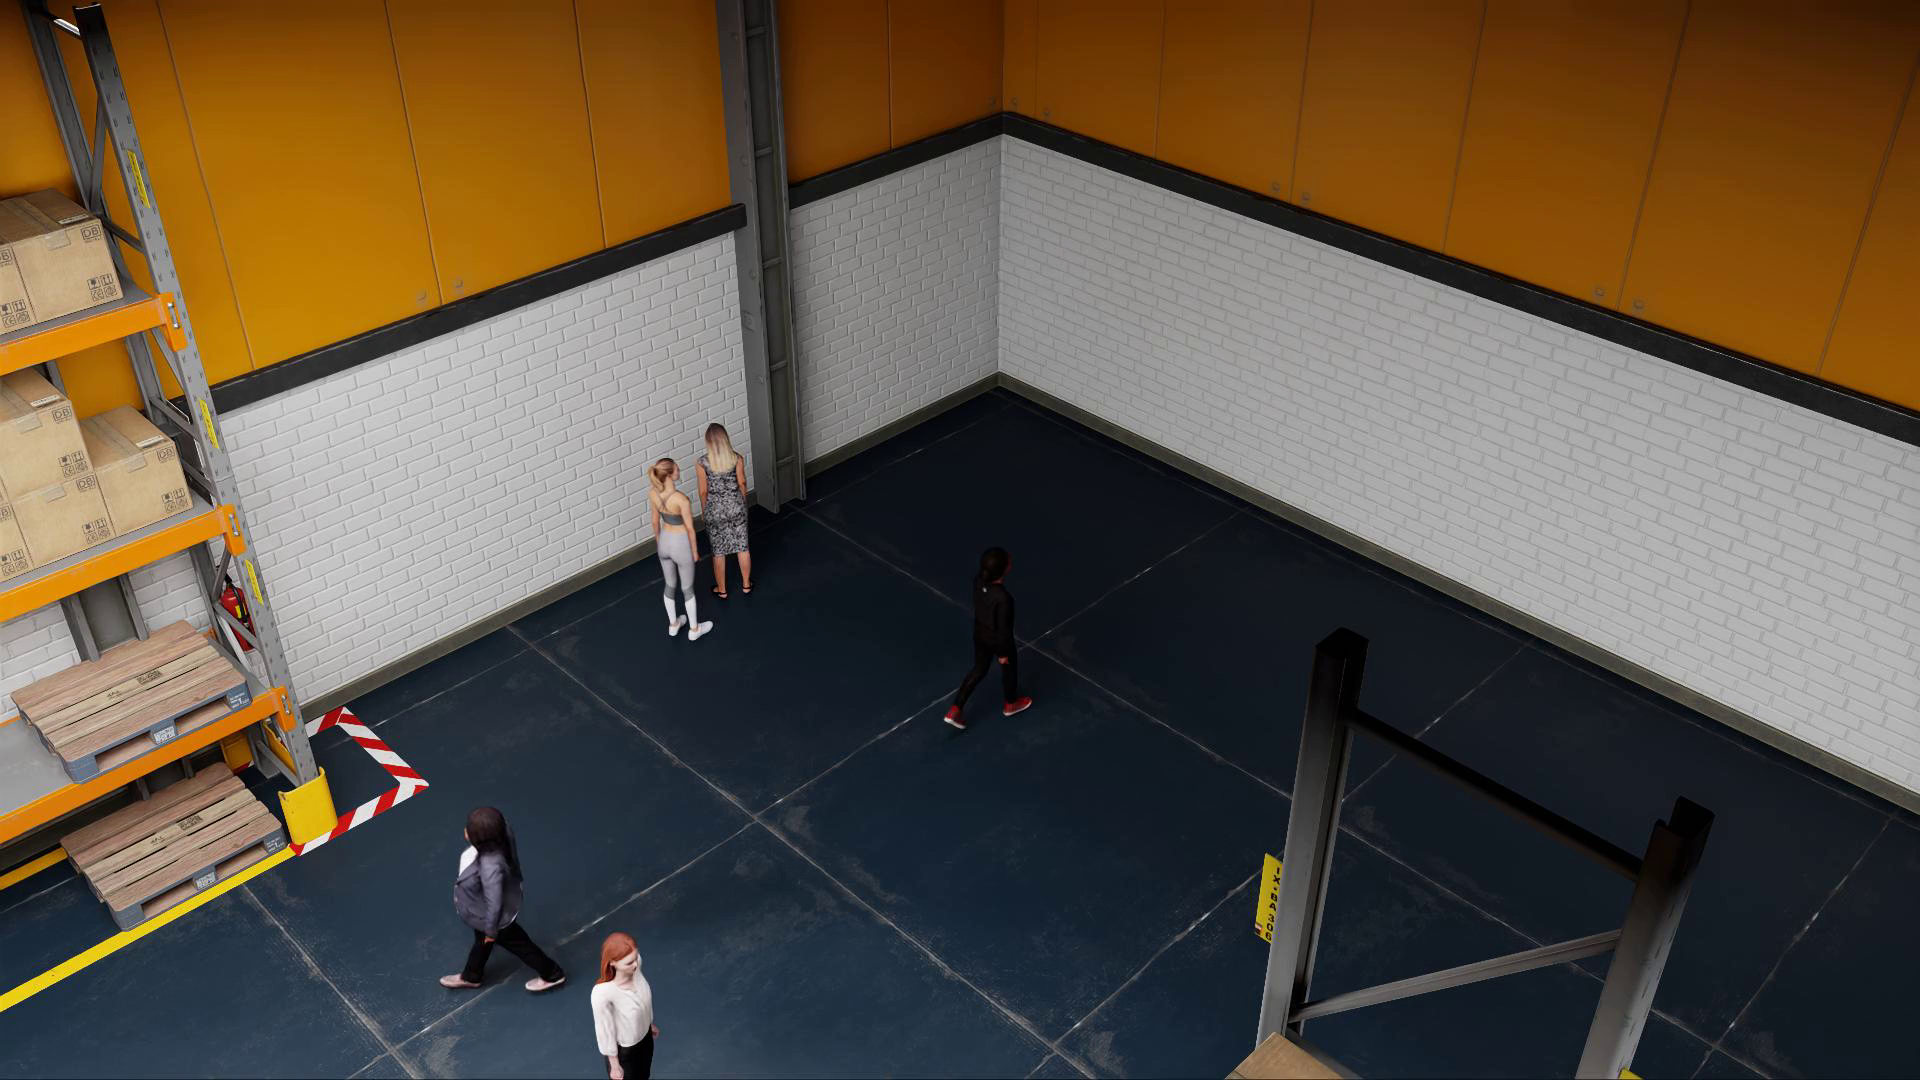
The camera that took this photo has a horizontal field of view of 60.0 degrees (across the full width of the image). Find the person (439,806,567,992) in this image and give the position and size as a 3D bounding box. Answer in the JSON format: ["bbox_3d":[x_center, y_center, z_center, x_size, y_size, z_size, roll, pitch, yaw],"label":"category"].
[{"bbox_3d":[-2.867,2.330,10.577,1.161,1.555,1.016,-7,34,-10],"label":"person"}]

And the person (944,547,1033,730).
[{"bbox_3d":[0.191,0.780,12.821,1.063,1.652,0.649,-25,41,-33],"label":"person"}]

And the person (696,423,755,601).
[{"bbox_3d":[-2.022,-0.235,14.302,0.590,1.702,0.700,-8,35,-12],"label":"person"}]

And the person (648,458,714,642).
[{"bbox_3d":[-2.369,0.073,13.836,0.615,1.705,0.608,15,37,22],"label":"person"}]

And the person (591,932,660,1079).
[{"bbox_3d":[-1.898,2.896,9.538,0.719,1.762,0.577,12,35,17],"label":"person"}]
